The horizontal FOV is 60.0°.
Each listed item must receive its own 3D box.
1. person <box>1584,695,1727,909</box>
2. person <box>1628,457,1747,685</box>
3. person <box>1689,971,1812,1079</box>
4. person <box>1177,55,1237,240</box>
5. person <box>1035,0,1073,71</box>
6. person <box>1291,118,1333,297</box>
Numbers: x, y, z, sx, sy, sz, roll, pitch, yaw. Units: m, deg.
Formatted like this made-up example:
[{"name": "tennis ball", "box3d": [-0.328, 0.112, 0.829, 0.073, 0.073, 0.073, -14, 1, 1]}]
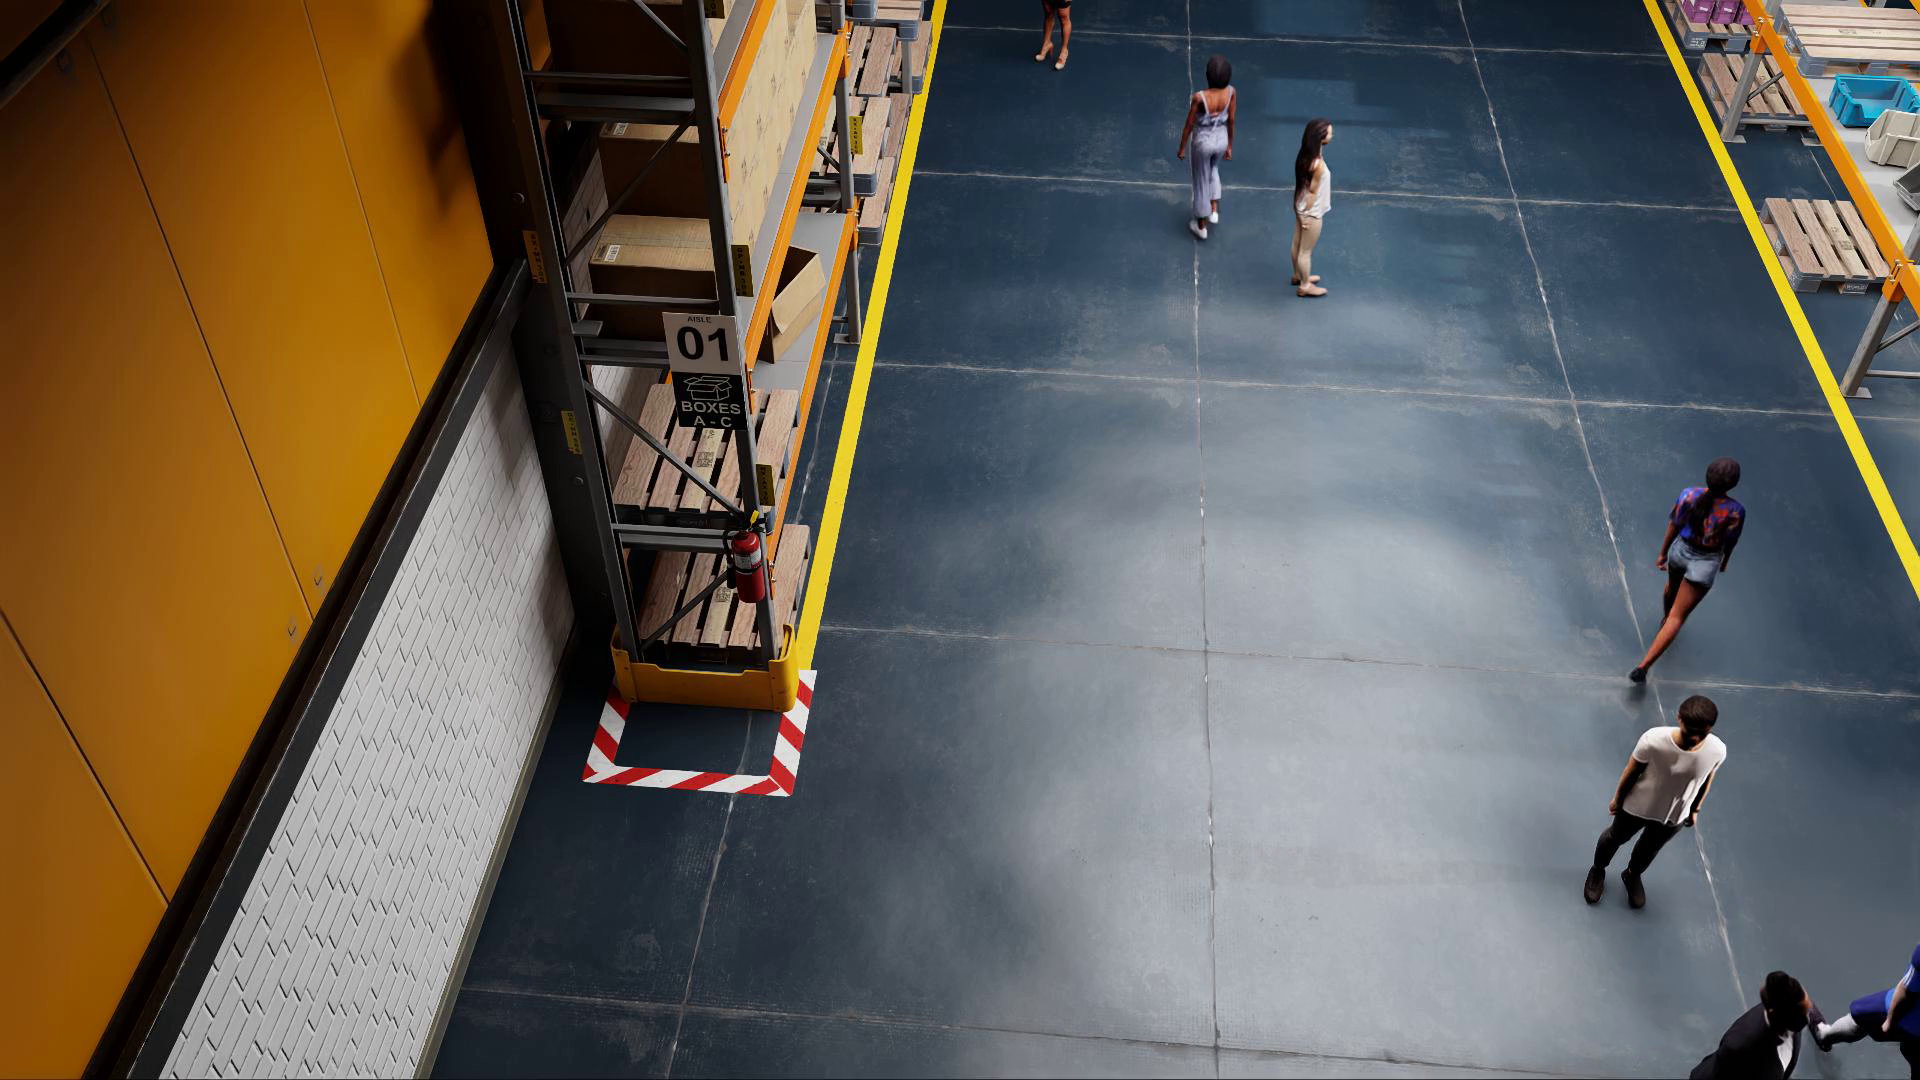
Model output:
[{"name": "person", "box3d": [3.955, 1.467, 9.417, 0.640, 1.721, 0.542, 7, 44, 7]}, {"name": "person", "box3d": [4.694, 0.216, 10.743, 1.072, 1.704, 1.219, 33, 53, 30]}, {"name": "person", "box3d": [3.702, 2.639, 8.022, 0.786, 1.948, 0.846, -30, 51, -27]}, {"name": "person", "box3d": [2.220, -3.396, 14.550, 0.738, 1.682, 0.806, -17, 46, -17]}, {"name": "person", "box3d": [0.981, -5.597, 16.891, 0.771, 1.639, 0.712, -34, 53, -30]}, {"name": "person", "box3d": [2.918, -2.784, 13.927, 0.650, 1.654, 0.613, -23, 48, -22]}]
